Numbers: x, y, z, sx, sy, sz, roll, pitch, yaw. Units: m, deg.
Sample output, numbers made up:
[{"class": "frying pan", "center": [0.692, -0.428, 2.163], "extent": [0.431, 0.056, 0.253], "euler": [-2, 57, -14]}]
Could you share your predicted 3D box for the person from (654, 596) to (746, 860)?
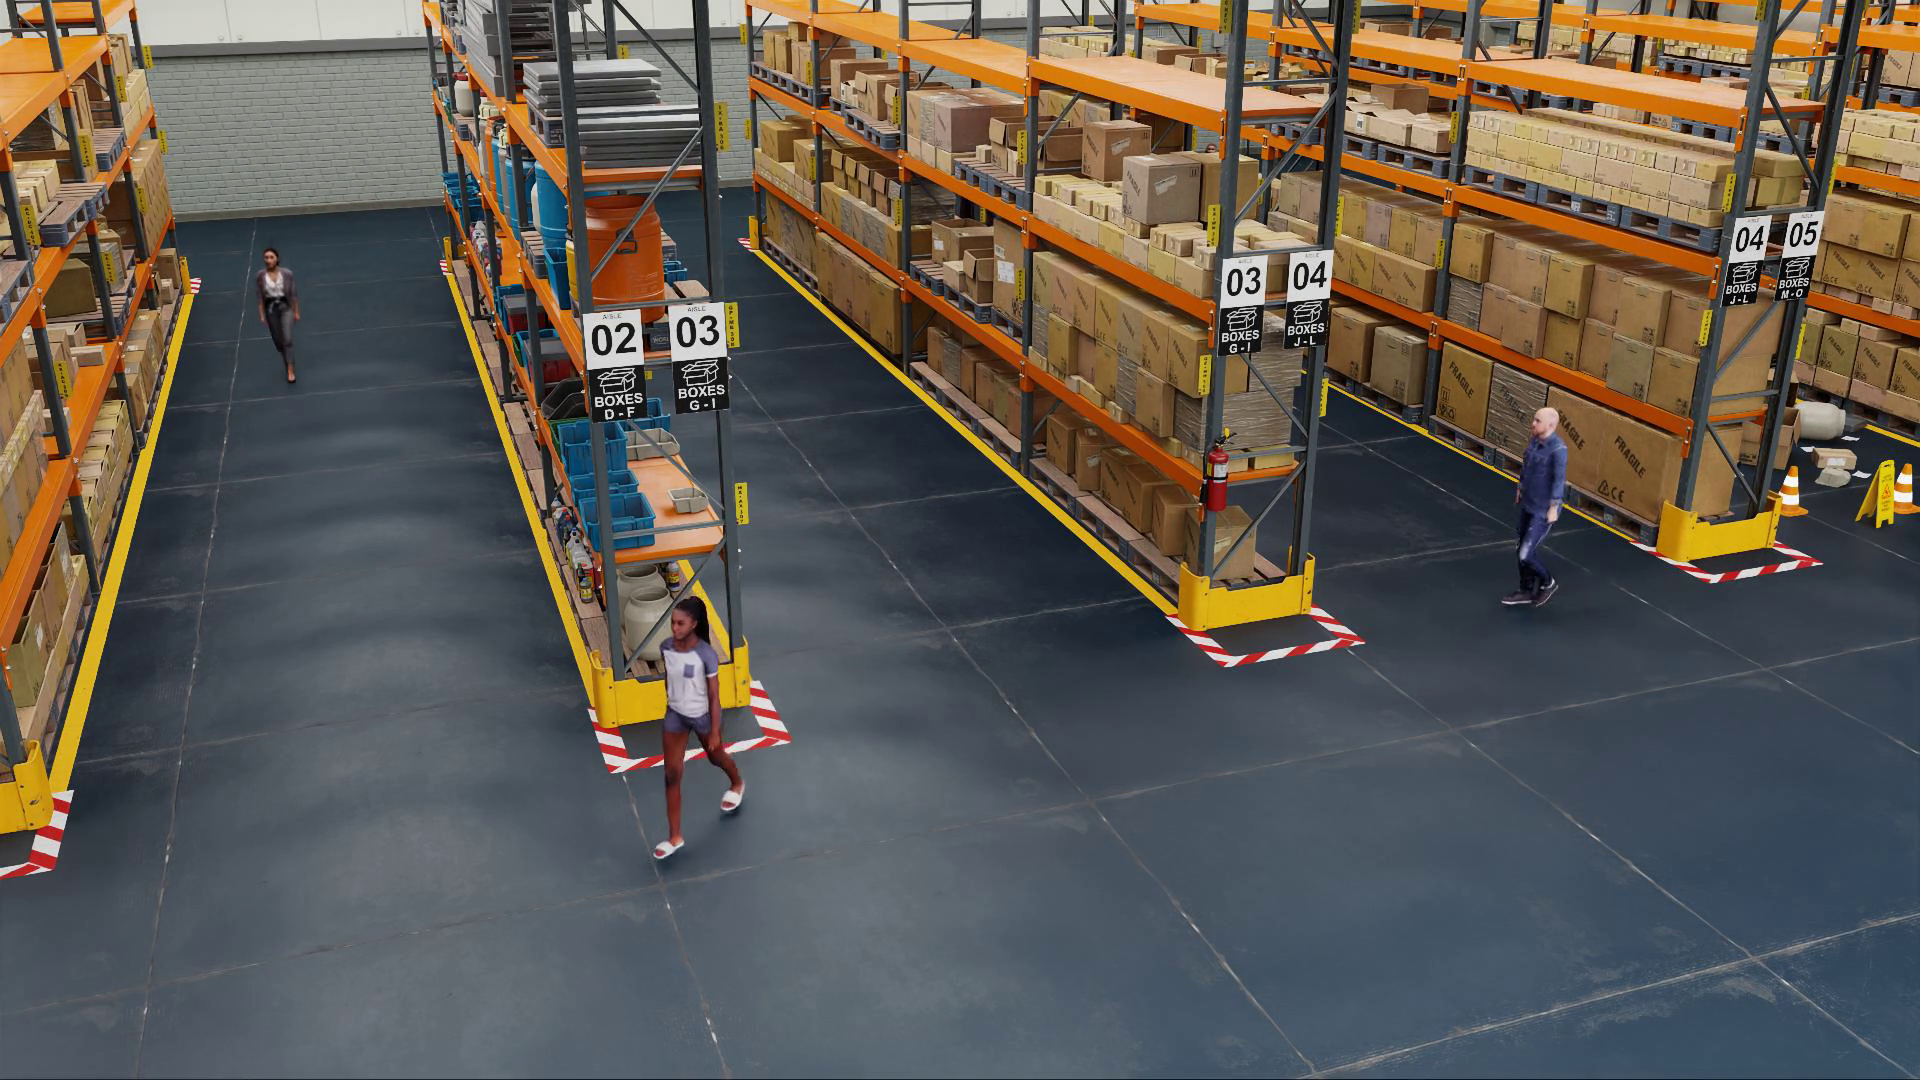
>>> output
[{"class": "person", "center": [-1.693, 1.169, 10.970], "extent": [1.152, 1.680, 1.212], "euler": [10, 24, 23]}]

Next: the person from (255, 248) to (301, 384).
[{"class": "person", "center": [-8.492, -2.828, 20.782], "extent": [0.660, 1.650, 1.069], "euler": [-6, 23, -14]}]

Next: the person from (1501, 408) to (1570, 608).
[{"class": "person", "center": [5.026, -0.256, 14.286], "extent": [0.849, 1.808, 0.688], "euler": [-4, 23, -9]}]
